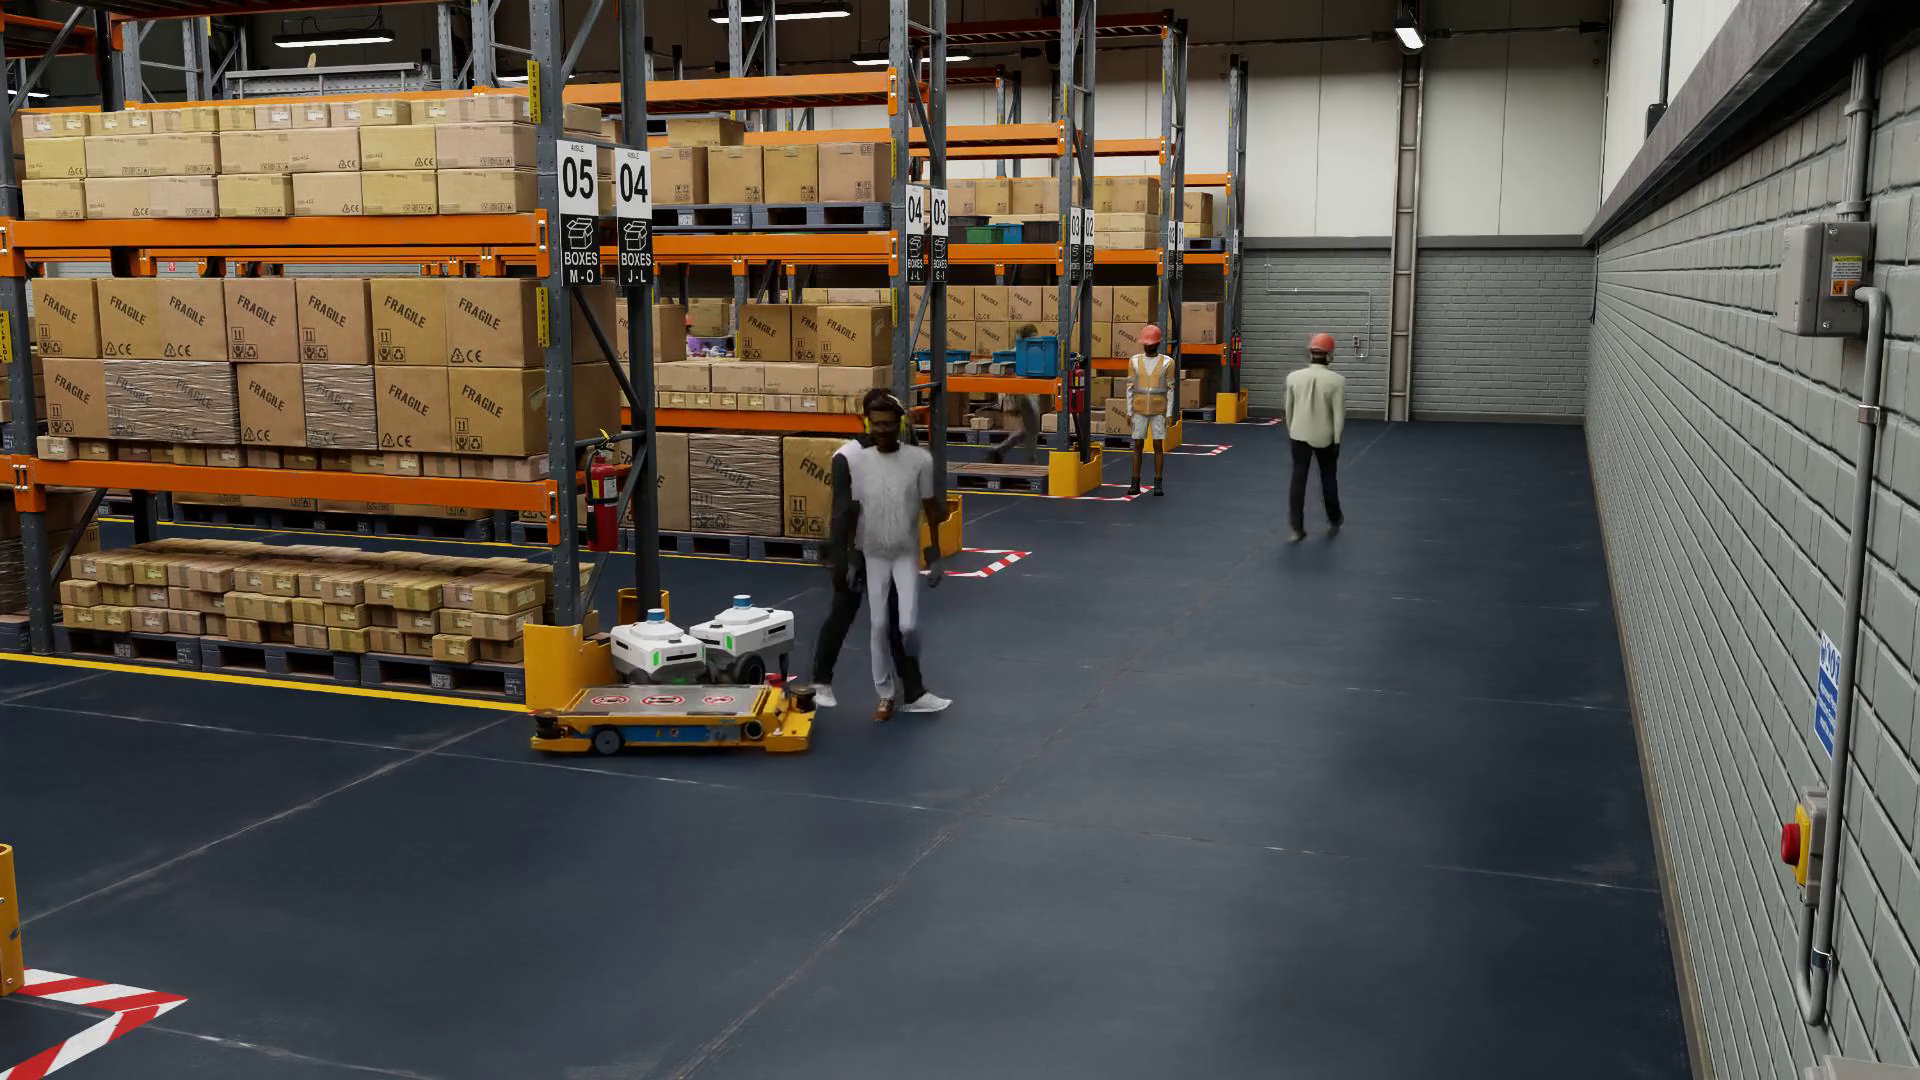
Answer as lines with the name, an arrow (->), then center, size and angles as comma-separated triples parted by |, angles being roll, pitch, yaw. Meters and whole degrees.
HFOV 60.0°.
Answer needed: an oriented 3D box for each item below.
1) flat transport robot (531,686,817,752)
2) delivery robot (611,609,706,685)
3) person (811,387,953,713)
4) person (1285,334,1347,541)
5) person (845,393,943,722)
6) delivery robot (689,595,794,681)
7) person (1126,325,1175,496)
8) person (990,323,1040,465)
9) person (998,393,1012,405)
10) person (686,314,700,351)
flat transport robot -> -1.506, 0.948, 8.911 | 1.431, 0.197, 0.652 | 0, 9, 0
delivery robot -> -1.757, 0.641, 9.649 | 0.477, 0.478, 0.707 | -6, 11, -32
person -> -0.529, 0.066, 9.504 | 0.908, 1.895, 0.639 | 8, 12, 41
person -> 3.392, -0.987, 15.824 | 0.613, 1.924, 1.062 | 5, 10, 27
person -> -0.373, 0.090, 9.352 | 0.553, 1.848, 0.477 | 1, 9, 6
delivery robot -> -1.312, 0.576, 10.058 | 0.477, 0.478, 0.707 | 5, 10, 28
person -> 2.137, -1.451, 18.733 | 0.543, 1.927, 0.375 | 2, 9, 13
person -> 0.749, -1.706, 20.374 | 0.728, 1.913, 0.632 | 3, 10, 17
person -> 0.764, -2.975, 28.384 | 0.573, 1.883, 0.356 | -7, 11, -36
person -> -3.971, -2.342, 24.311 | 0.577, 1.920, 0.570 | 3, 10, 18
